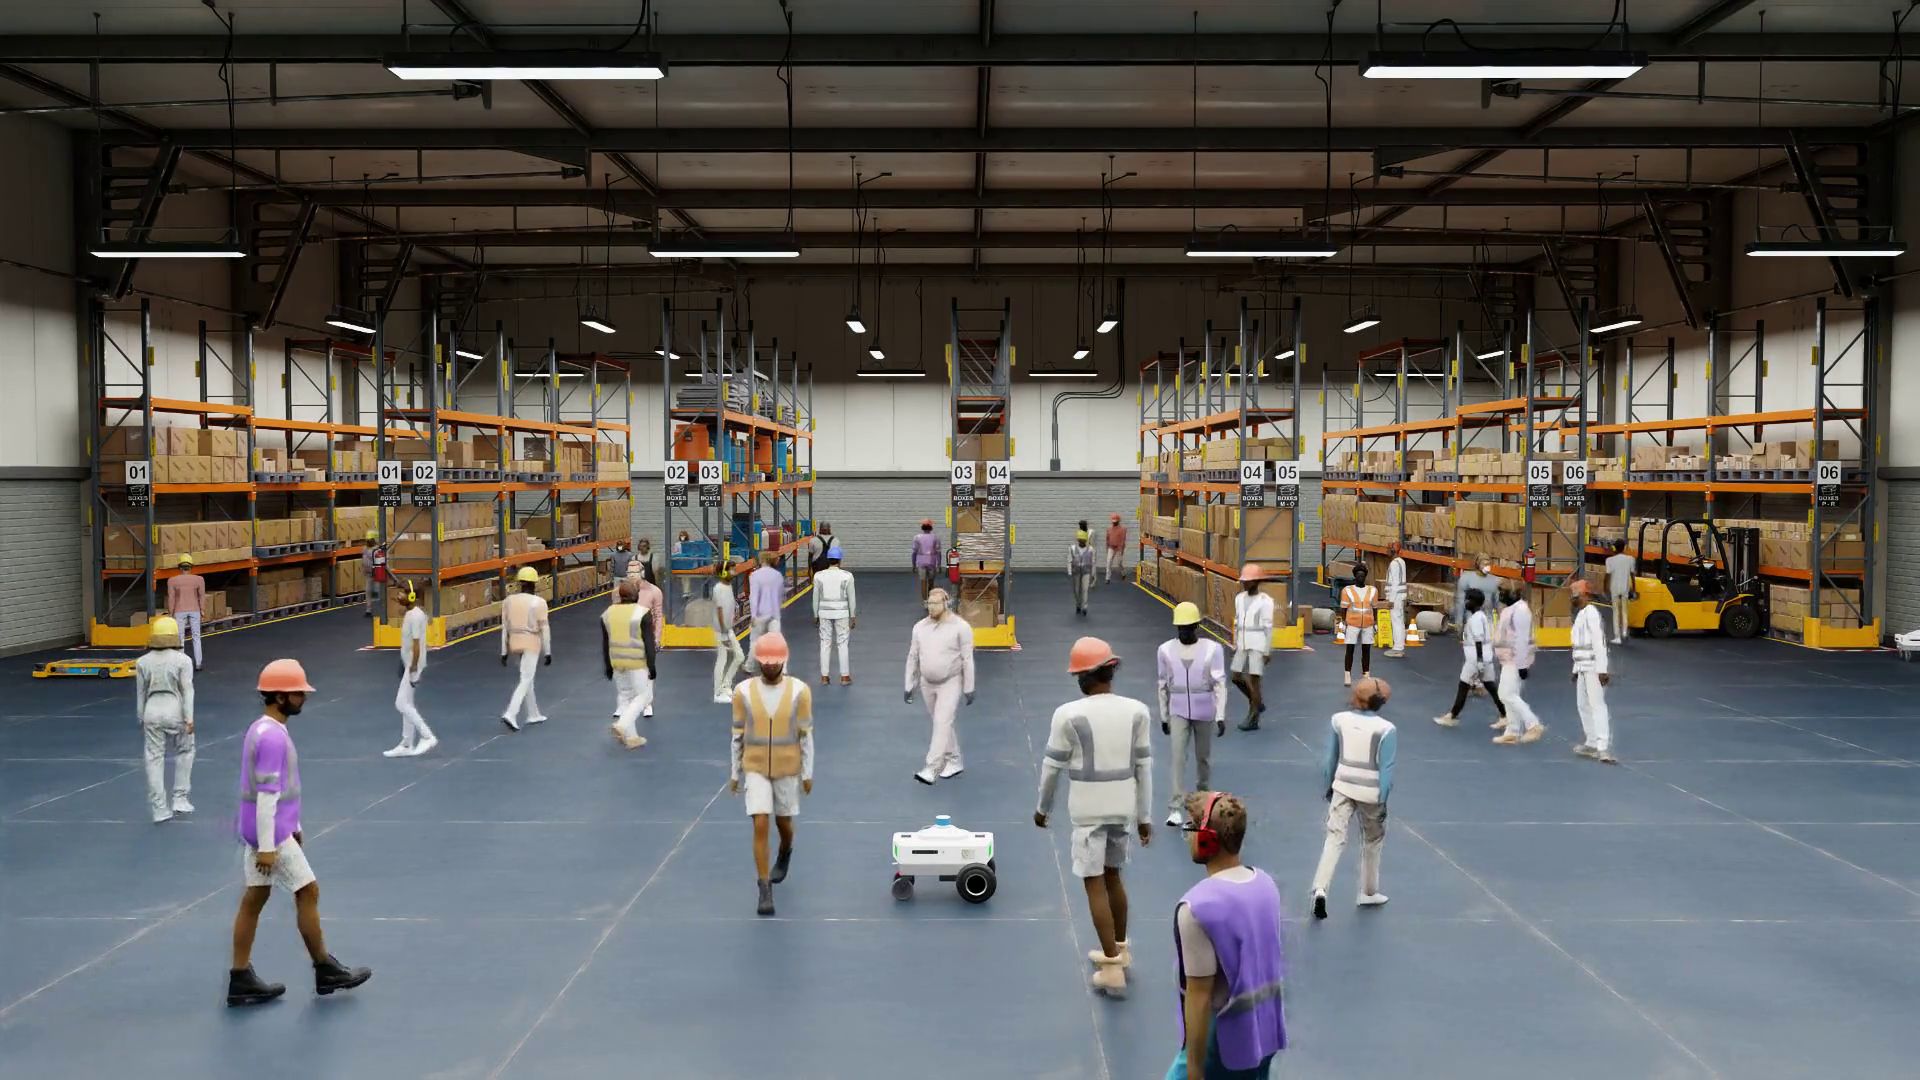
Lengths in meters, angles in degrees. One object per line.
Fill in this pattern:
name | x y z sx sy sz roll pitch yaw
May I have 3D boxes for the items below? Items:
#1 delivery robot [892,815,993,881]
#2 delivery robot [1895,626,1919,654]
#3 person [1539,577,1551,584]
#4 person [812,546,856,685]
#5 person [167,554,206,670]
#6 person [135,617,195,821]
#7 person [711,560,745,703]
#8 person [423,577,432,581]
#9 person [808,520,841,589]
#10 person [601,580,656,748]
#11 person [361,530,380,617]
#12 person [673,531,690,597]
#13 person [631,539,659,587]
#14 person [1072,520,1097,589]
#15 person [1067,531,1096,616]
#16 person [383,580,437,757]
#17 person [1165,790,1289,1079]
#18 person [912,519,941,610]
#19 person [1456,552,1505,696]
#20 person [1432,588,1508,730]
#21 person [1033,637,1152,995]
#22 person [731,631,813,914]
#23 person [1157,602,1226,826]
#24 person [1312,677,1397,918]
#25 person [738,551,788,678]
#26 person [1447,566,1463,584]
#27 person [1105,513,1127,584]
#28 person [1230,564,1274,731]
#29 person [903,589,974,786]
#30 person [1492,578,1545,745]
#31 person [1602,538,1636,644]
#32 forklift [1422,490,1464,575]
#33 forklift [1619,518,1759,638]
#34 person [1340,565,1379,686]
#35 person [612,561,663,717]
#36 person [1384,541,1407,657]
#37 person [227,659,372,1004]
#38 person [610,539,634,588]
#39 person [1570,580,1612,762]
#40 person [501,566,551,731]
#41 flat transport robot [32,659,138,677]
delivery robot | -0.121 2.179 11.324 0.707 0.478 0.477 0 2 0
delivery robot | 15.282 1.609 25.665 0.707 0.478 0.477 1 2 15
person | 13.087 0.630 36.228 0.537 1.744 0.703 0 2 -8
person | -1.770 1.063 22.780 0.616 1.945 0.404 0 2 7
person | -11.635 1.093 24.285 0.533 1.768 0.310 -2 3 -35
person | -6.799 1.520 13.882 0.511 1.721 0.556 0 2 -2
person | -3.020 1.184 20.891 0.444 1.854 0.525 1 2 17
person | -10.925 0.644 33.443 0.547 1.936 0.367 1 2 24
person | -2.886 0.577 34.389 0.691 2.000 0.707 -1 2 -21
person | -3.560 1.338 17.322 0.641 1.830 0.607 1 3 26
person | -12.238 0.689 33.804 0.590 1.819 0.659 0 2 10
person | -6.658 0.592 38.810 0.534 1.601 0.749 0 2 7
person | -5.784 0.871 29.655 0.524 1.791 1.012 0 2 -2
person | 3.287 0.376 42.133 0.626 1.798 0.956 1 3 31
person | 2.581 0.691 34.276 0.585 1.786 0.966 0 2 8
person | -5.791 1.338 16.904 0.458 1.861 0.550 -1 2 -20
person | 0.853 1.797 5.755 0.693 1.821 0.608 2 3 42
person | -0.741 0.531 35.627 0.634 1.985 1.031 0 2 -2
person | 6.996 1.128 21.500 0.652 1.911 0.810 -1 2 -16
person | 5.968 1.374 18.666 0.888 1.646 0.546 1 3 27
person | 0.791 1.567 9.300 0.627 2.009 0.668 -1 3 -26
person | -1.296 1.551 11.172 0.560 1.902 0.823 0 2 -5
person | 1.965 1.459 13.733 0.608 1.877 0.991 1 2 17
person | 2.632 1.711 10.803 0.541 1.602 0.809 2 3 40
person | -2.805 1.087 23.227 0.652 1.868 1.049 -2 3 -44
person | 12.725 0.327 41.497 0.632 1.947 1.063 0 2 10
person | 4.289 0.222 44.155 0.625 1.940 0.804 1 3 27
person | 3.382 1.233 18.720 0.422 1.927 0.563 -2 3 -38
person | -0.244 1.399 15.466 0.665 1.851 0.994 1 3 31
person | 6.045 1.330 17.605 0.446 1.828 0.638 0 2 12
person | 11.531 0.893 28.261 0.550 1.851 0.433 0 2 5
forklift | 13.926 -0.371 47.846 1.873 2.768 1.129 0 2 0
forklift | 13.417 0.684 29.791 2.313 2.155 1.214 0 2 0
person | 5.600 1.193 22.622 0.540 1.695 0.317 0 2 0
person | -3.959 1.205 19.724 0.642 1.909 0.399 0 2 1
person | 7.103 0.953 26.334 0.337 1.882 0.585 1 3 27
person | -3.725 1.625 9.110 0.860 1.904 0.577 -1 3 -29
person | -7.014 0.792 33.494 0.507 1.631 0.266 0 2 0
person | 6.565 1.352 16.770 0.369 1.861 0.752 0 2 6
person | -5.098 1.251 18.851 0.601 1.892 0.944 1 2 20
flat transport robot | -12.715 1.874 23.691 1.431 0.197 0.652 0 2 0
